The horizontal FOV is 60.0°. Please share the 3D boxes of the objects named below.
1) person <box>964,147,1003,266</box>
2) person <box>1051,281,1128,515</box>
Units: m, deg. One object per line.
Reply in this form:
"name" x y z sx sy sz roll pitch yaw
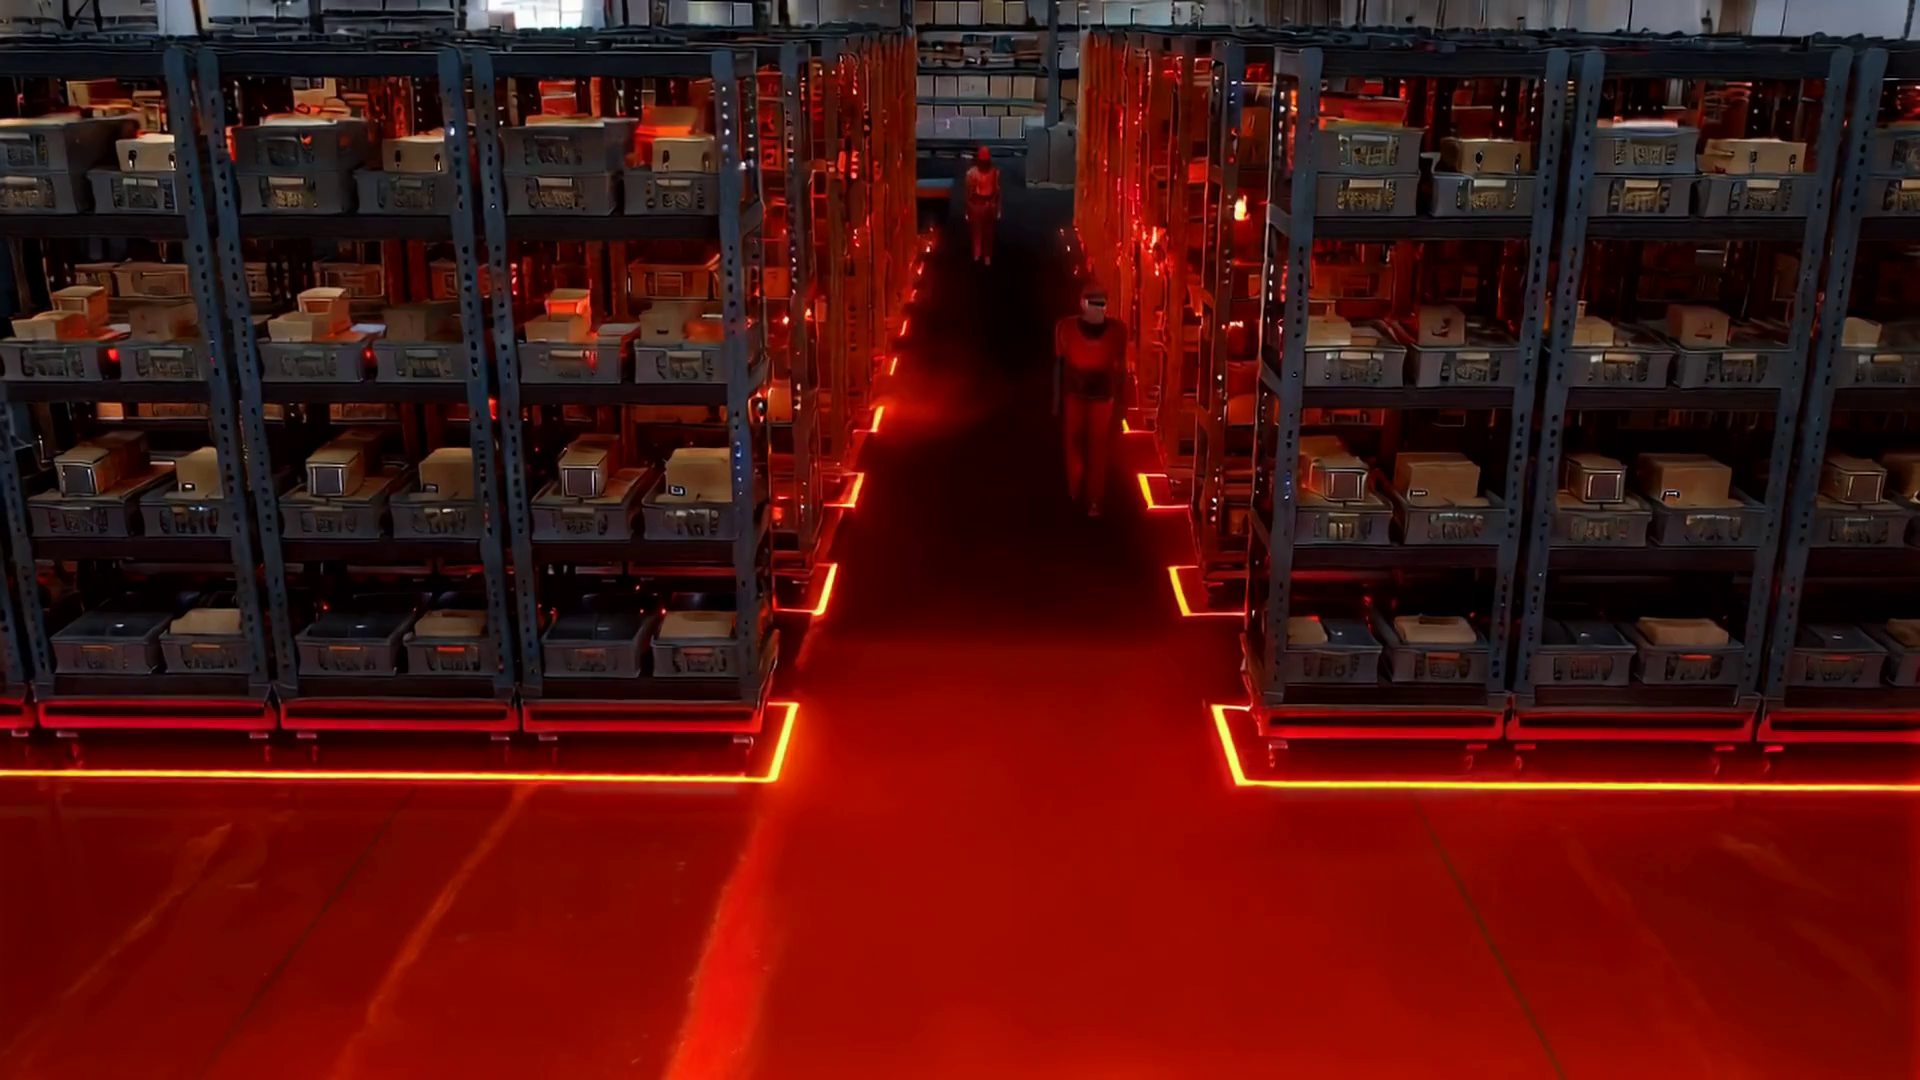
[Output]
"person" 0.372 -5.233 26.056 0.606 1.814 0.647 0 17 -1
"person" 1.002 -1.097 12.861 0.591 1.827 0.451 1 17 3
